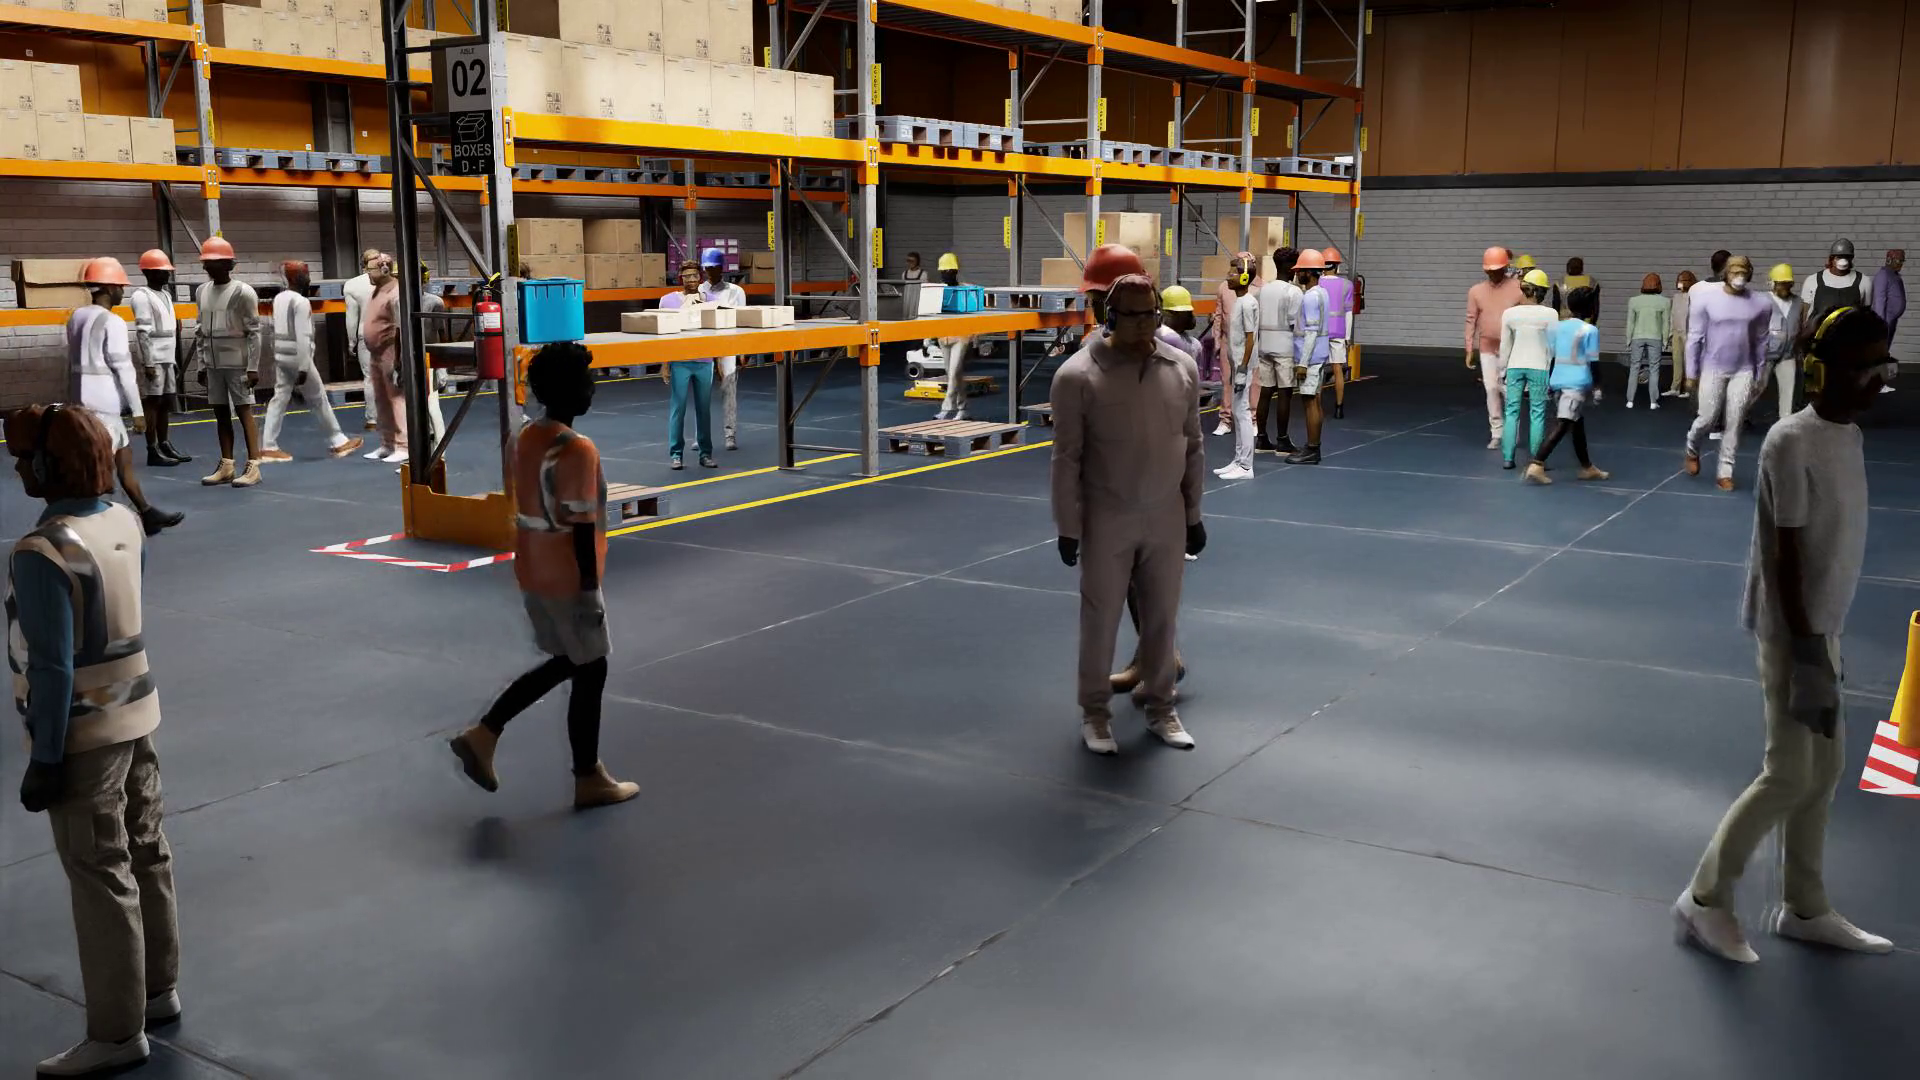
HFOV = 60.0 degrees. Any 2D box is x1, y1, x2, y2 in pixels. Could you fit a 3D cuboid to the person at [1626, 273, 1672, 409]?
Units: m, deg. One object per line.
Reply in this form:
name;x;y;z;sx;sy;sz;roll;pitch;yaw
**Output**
person;8.283;-2.392;20.045;0.498;1.626;0.288;6;12;31

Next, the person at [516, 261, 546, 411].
person;-5.044;-2.362;19.484;0.647;1.782;0.978;4;11;19

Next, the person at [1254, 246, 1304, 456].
person;3.014;-1.777;15.682;0.365;1.964;0.610;-6;12;-32

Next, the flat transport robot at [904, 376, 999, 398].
flat transport robot;-0.096;-2.001;21.625;0.652;0.197;1.431;5;12;27

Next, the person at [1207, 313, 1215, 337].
person;3.885;-3.323;24.169;0.612;1.995;0.393;2;10;9

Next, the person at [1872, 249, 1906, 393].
person;12.370;-2.915;22.177;0.400;1.902;0.643;10;14;43

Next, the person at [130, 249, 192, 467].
person;-7.192;-1.635;14.975;0.373;1.939;0.545;0;10;0

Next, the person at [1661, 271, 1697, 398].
person;9.327;-2.649;21.441;0.267;1.631;0.507;-3;11;-18

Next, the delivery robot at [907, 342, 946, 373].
delivery robot;-0.405;-2.627;24.046;0.707;0.478;0.477;1;10;5

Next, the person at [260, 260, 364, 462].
person;-6.059;-1.644;15.314;0.594;1.832;0.982;8;13;38

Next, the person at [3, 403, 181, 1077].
person;-2.124;0.482;4.072;0.308;1.641;0.514;-1;10;-5

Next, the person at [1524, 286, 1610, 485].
person;5.064;-1.279;13.792;0.880;1.654;0.543;-3;11;-14

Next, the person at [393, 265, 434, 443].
person;-5.483;-1.869;16.573;0.600;1.827;0.403;2;10;8

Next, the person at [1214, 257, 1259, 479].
person;2.366;-1.452;14.136;0.328;1.876;0.514;0;10;1

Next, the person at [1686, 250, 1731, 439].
person;7.714;-1.992;17.011;0.409;1.916;0.611;-7;12;-33

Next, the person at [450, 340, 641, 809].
person;-1.463;0.145;5.836;0.556;1.684;0.540;-7;12;-33

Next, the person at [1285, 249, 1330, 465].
person;3.148;-1.647;15.046;0.358;1.938;0.542;4;11;21

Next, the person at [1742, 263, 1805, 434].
person;8.345;-1.944;17.075;0.599;1.797;0.833;0;10;-3

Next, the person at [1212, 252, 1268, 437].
person;2.905;-2.008;17.150;0.636;1.903;0.405;5;11;25

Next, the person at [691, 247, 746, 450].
person;-2.353;-1.831;16.031;0.605;1.949;0.399;0;10;2

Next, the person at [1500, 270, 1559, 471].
person;5.006;-1.482;14.621;0.523;1.762;0.329;9;13;40

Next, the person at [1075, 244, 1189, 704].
person;0.745;-0.277;7.284;0.566;2.010;0.625;-8;13;-36

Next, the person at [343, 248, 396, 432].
person;-6.170;-2.111;17.612;0.627;1.940;0.371;-5;11;-26

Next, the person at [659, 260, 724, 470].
person;-2.382;-1.552;14.764;0.563;1.847;0.388;-4;11;-22

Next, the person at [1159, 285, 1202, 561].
person;1.322;-0.711;10.393;0.493;1.742;0.322;-6;12;-31

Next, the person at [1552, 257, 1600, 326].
person;8.358;-2.941;22.599;0.631;1.819;0.797;2;10;12

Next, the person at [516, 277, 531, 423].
person;-4.855;-2.075;18.276;0.454;1.612;0.537;-4;11;-20

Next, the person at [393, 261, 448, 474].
person;-4.675;-1.495;14.370;0.532;1.876;0.319;3;11;14

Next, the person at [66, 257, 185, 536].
person;-5.584;-0.919;11.094;0.575;1.899;0.917;8;13;36

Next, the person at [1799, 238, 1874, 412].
person;9.206;-2.146;17.520;0.682;2.000;0.537;5;11;24

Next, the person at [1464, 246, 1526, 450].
person;5.187;-1.837;16.029;0.633;1.959;0.504;7;12;34

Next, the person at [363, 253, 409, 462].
person;-5.252;-1.667;15.245;0.403;1.906;0.661;-9;14;-42

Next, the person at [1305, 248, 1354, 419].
person;4.163;-2.331;18.844;0.546;1.934;0.376;1;10;4

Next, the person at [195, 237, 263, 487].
person;-6.031;-1.449;13.650;0.615;2.042;0.378;4;11;20

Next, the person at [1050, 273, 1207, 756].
person;0.677;-0.094;6.567;0.654;1.896;0.400;-4;11;-20

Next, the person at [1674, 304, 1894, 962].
person;2.359;0.277;4.663;0.580;1.863;0.512;-10;14;-44

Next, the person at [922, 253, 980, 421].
person;-0.113;-2.200;18.292;0.610;1.866;0.999;6;12;31

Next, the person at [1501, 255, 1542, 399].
person;7.141;-2.700;21.151;0.600;1.836;0.404;-2;11;-13

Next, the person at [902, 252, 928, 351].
person;-0.750;-3.893;27.789;0.511;1.834;0.441;5;11;25

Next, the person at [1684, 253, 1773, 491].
person;6.234;-1.372;13.578;0.637;1.920;0.592;2;10;9

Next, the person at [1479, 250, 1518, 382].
person;7.676;-3.161;23.586;0.355;1.882;0.575;-5;11;-26
